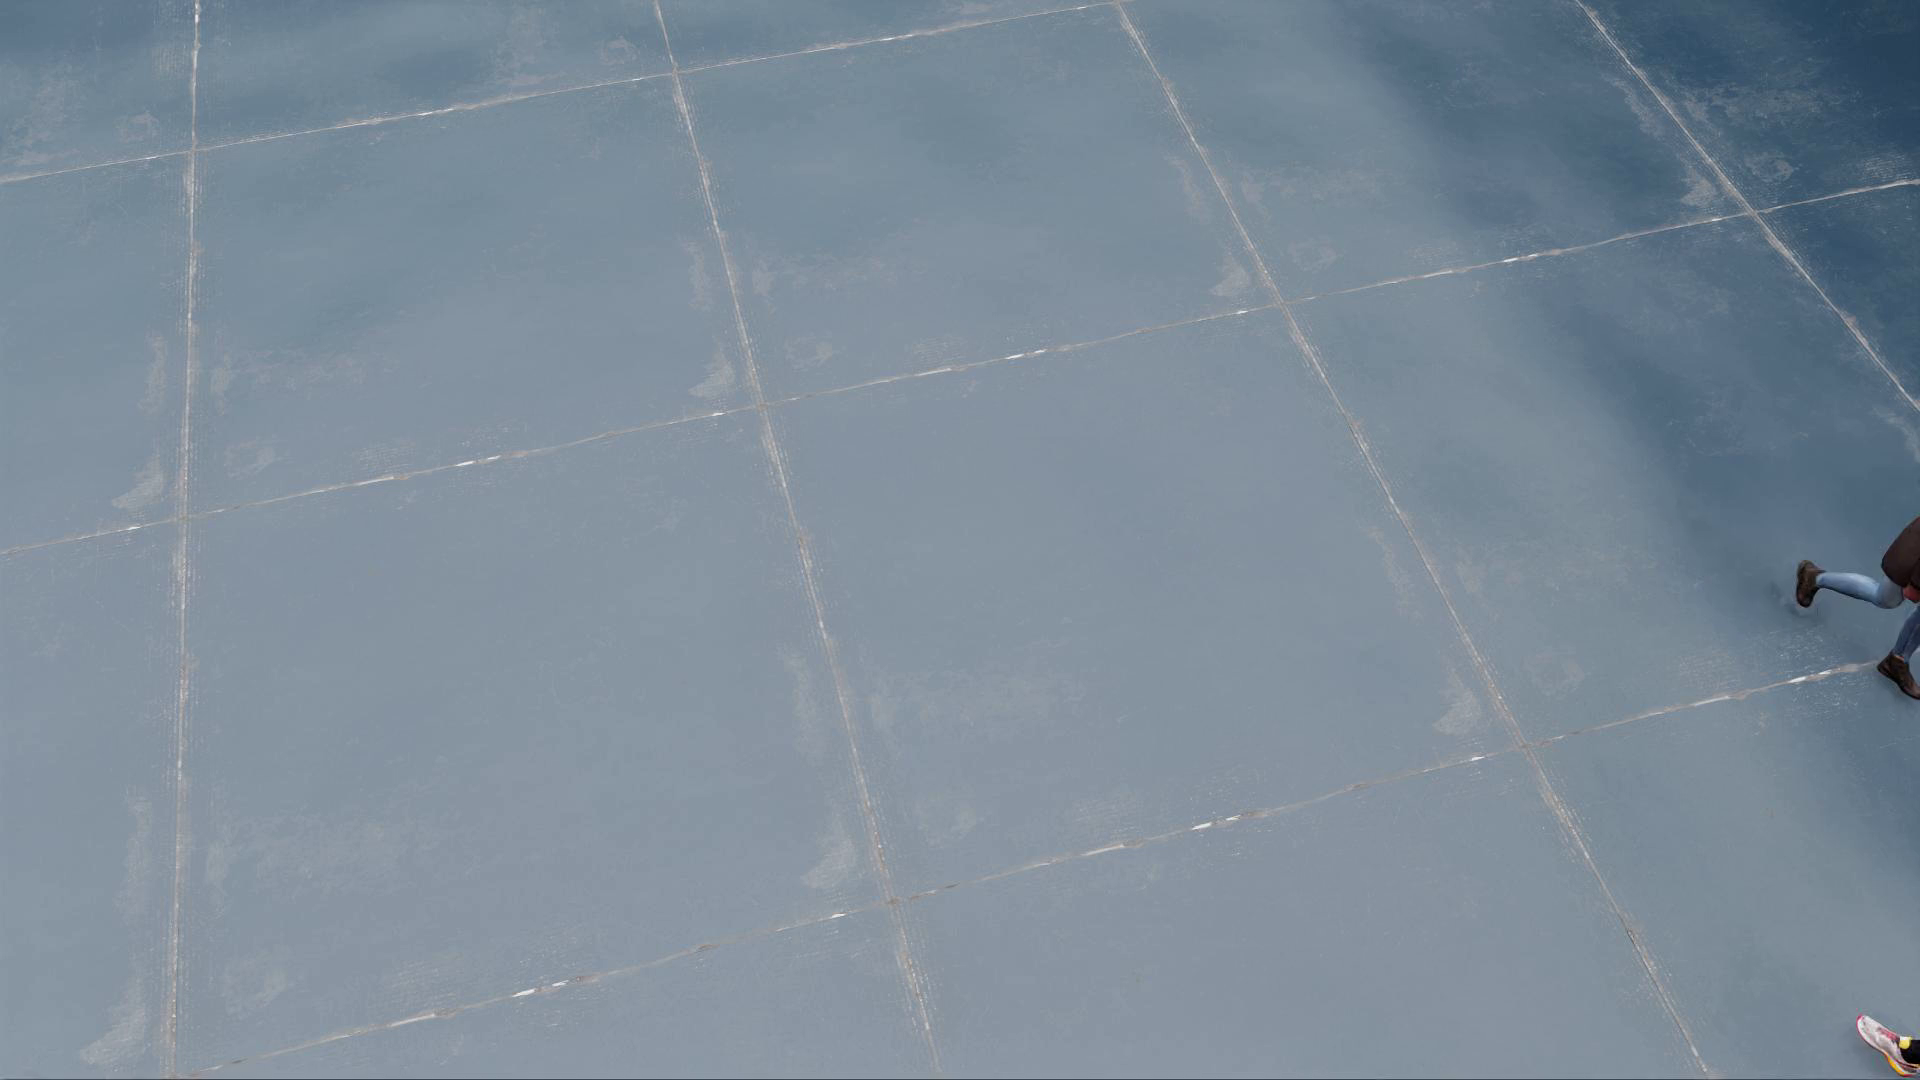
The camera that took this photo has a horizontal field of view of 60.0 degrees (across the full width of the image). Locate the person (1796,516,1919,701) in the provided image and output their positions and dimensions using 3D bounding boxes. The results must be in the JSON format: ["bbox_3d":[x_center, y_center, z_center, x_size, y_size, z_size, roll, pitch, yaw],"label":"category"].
[{"bbox_3d":[4.257,0.009,7.375,0.798,1.607,1.083,-25,56,-18],"label":"person"}]
